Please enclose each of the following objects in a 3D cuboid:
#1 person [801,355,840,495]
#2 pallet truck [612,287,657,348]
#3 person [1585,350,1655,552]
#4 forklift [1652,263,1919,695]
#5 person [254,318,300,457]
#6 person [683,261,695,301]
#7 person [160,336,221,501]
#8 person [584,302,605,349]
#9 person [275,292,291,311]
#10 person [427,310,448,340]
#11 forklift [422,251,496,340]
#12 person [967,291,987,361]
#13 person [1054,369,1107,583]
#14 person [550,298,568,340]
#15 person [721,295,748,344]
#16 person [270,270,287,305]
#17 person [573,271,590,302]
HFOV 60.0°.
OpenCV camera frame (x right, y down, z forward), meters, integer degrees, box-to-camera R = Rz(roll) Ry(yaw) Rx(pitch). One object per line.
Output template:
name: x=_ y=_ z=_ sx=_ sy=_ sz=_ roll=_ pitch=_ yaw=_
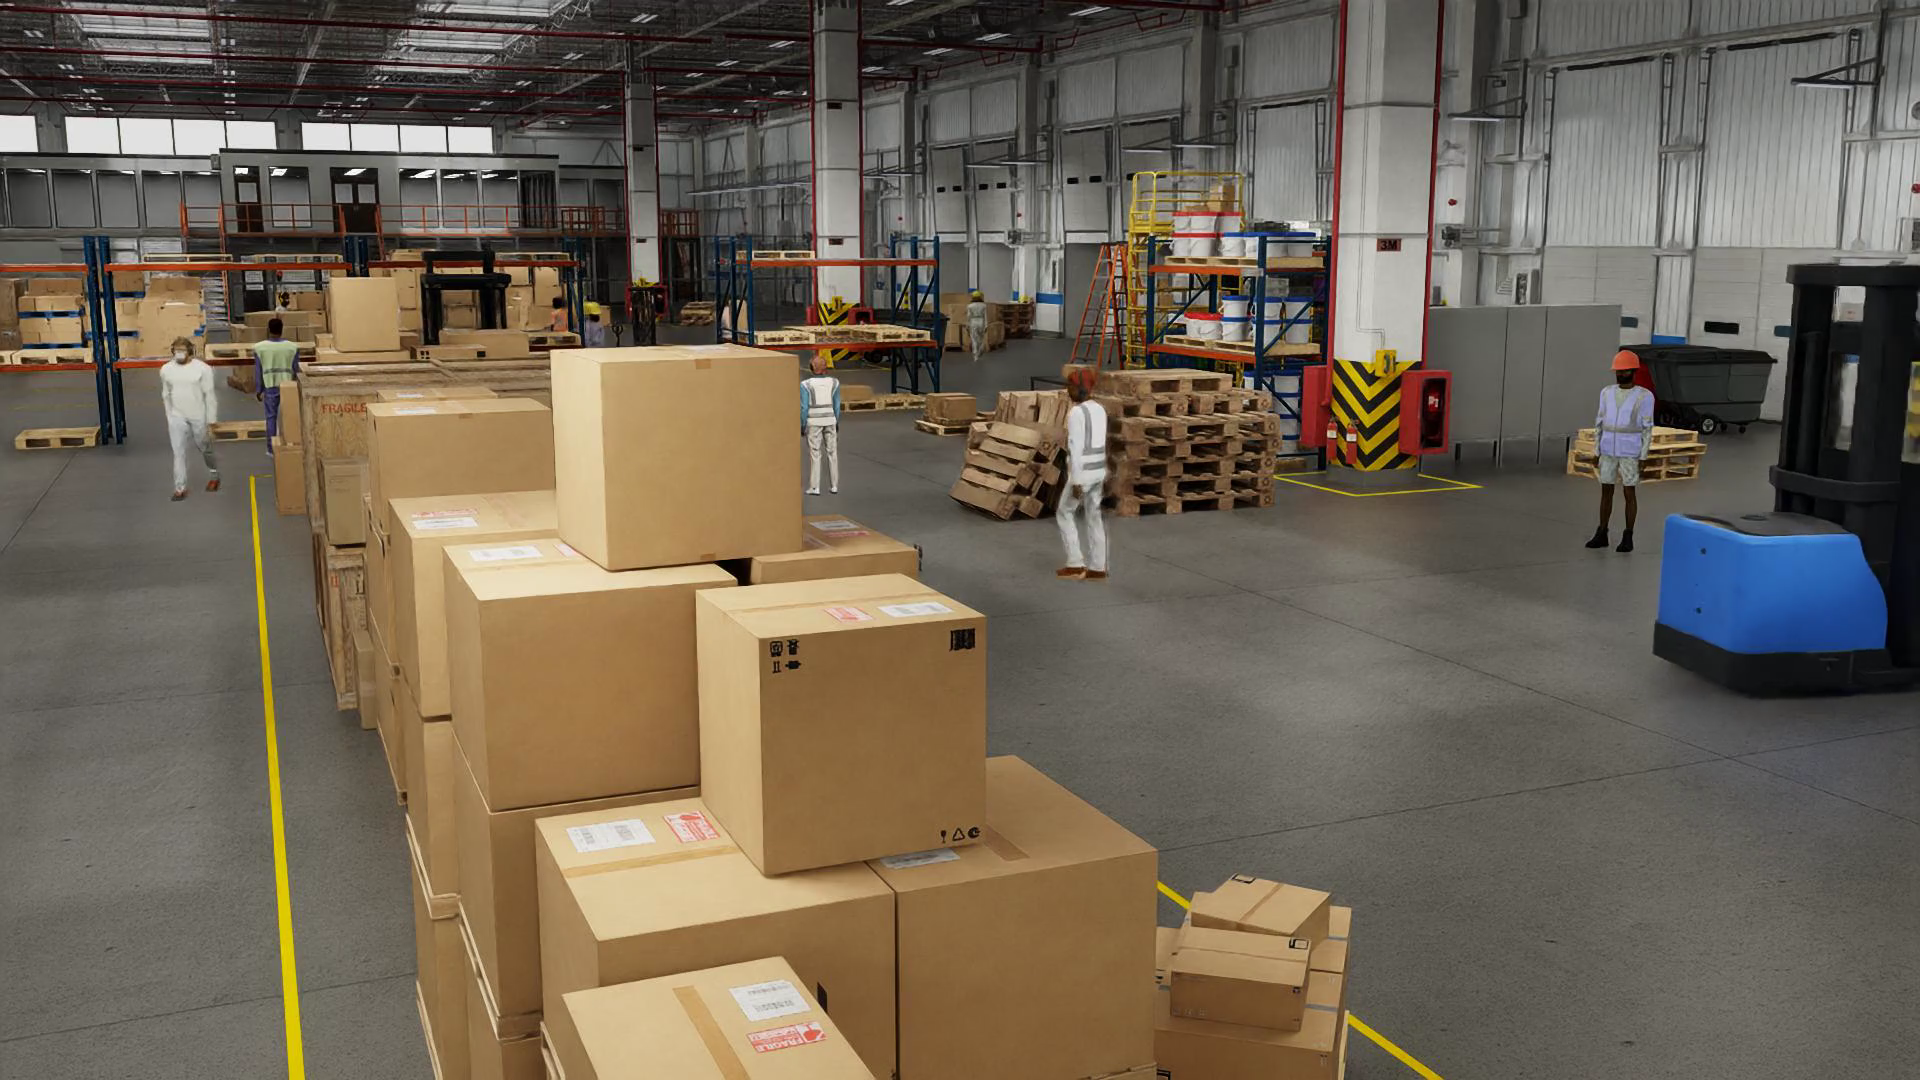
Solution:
person: x=-1.633 y=-1.340 z=19.486 sx=0.513 sy=1.642 sz=0.311 roll=-6 pitch=12 yaw=-29
pallet truck: x=-6.464 y=-4.406 z=35.401 sx=0.823 sy=1.965 sz=1.885 roll=6 pitch=12 yaw=32
person: x=6.343 y=-0.852 z=15.975 sx=0.362 sy=1.939 sz=0.543 roll=-10 pitch=14 yaw=-43
forklift: x=5.884 y=-0.458 z=11.212 sx=1.873 sy=2.768 sz=1.129 roll=-1 pitch=10 yaw=-8
person: x=-9.379 y=-2.091 z=22.914 sx=0.593 sy=1.907 sz=0.415 roll=-5 pitch=12 yaw=-28
person: x=-13.111 y=-12.534 z=80.335 sx=0.652 sy=1.938 sz=1.036 roll=-5 pitch=12 yaw=-27
person: x=-8.950 y=-1.442 z=19.398 sx=0.631 sy=1.893 sz=1.012 roll=-1 pitch=10 yaw=-4
person: x=-6.435 y=-3.279 z=29.478 sx=0.407 sy=1.890 sz=0.631 roll=2 pitch=11 yaw=13
person: x=-14.459 y=-4.385 z=35.686 sx=0.329 sy=1.861 sz=0.504 roll=1 pitch=10 yaw=7
person: x=-9.193 y=-3.248 z=29.535 sx=0.523 sy=1.821 sz=0.865 roll=8 pitch=13 yaw=37
forklift: x=-6.808 y=-2.563 z=22.810 sx=1.129 sy=2.768 sz=1.873 roll=-4 pitch=11 yaw=-23
person: x=0.422 y=-5.257 z=40.873 sx=0.502 sy=1.715 sz=0.735 roll=0 pitch=10 yaw=0
person: x=1.045 y=-0.547 z=14.449 sx=0.548 sy=1.872 sz=0.599 roll=8 pitch=13 yaw=37
person: x=-9.205 y=-4.729 z=38.140 sx=0.849 sy=1.655 sz=0.541 roll=3 pitch=11 yaw=18
person: x=-4.724 y=-4.251 z=35.035 sx=0.638 sy=1.824 sz=0.610 roll=2 pitch=11 yaw=13
person: x=-22.998 y=-8.150 z=56.230 sx=0.388 sy=1.930 sz=0.546 roll=10 pitch=14 yaw=43
person: x=-13.893 y=-8.968 z=61.001 sx=0.638 sy=1.838 sz=0.429 roll=1 pitch=10 yaw=6
